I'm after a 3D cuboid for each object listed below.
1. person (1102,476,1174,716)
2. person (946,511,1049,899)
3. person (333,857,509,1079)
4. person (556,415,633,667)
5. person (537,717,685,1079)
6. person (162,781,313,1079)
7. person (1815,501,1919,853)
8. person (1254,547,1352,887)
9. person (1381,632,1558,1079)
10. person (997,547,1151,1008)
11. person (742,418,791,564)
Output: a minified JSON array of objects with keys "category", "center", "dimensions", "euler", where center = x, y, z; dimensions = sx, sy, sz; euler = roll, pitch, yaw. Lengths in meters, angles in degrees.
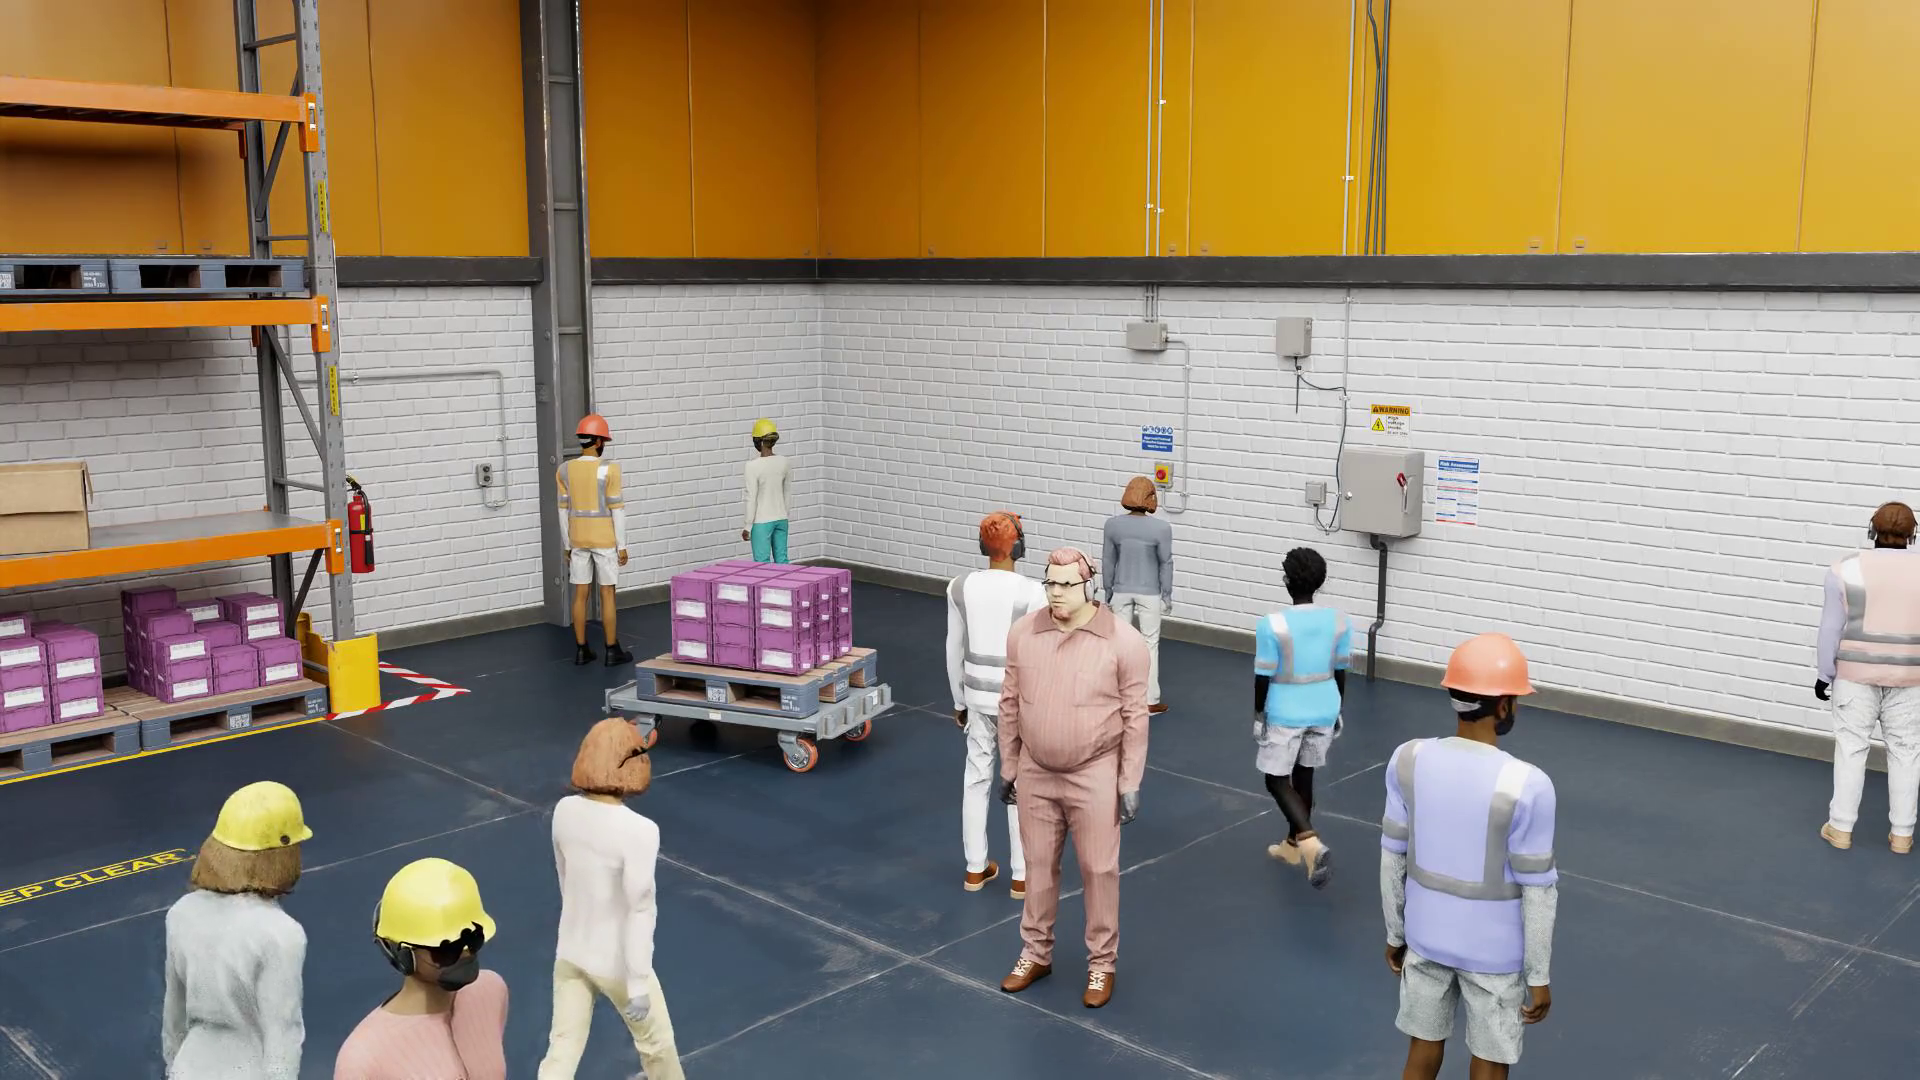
[{"category":"person","center":[1.210,0.379,11.343],"dimensions":[0.502,1.632,0.277],"euler":[5,10,26]},{"category":"person","center":[0.211,0.793,8.043],"dimensions":[0.574,1.885,0.356],"euler":[5,10,28]},{"category":"person","center":[-1.153,1.556,3.723],"dimensions":[0.331,1.768,0.526],"euler":[4,10,22]},{"category":"person","center":[-2.788,0.009,12.718],"dimensions":[0.543,1.927,0.375],"euler":[3,10,15]},{"category":"person","center":[-1.134,1.360,5.470],"dimensions":[0.517,1.580,0.864],"euler":[7,11,35]},{"category":"person","center":[-1.955,1.475,4.464],"dimensions":[0.590,1.675,0.919],"euler":[4,10,22]},{"category":"person","center":[4.799,0.711,8.676],"dimensions":[0.633,1.841,0.429],"euler":[3,10,17]},{"category":"person","center":[1.702,0.874,8.183],"dimensions":[0.540,1.678,0.661],"euler":[-3,10,-19]},{"category":"person","center":[1.580,1.238,5.153],"dimensions":[0.553,1.934,0.364],"euler":[9,13,43]},{"category":"person","center":[0.445,0.970,6.886],"dimensions":[0.652,1.906,0.409],"euler":[4,10,24]},{"category":"person","center":[-1.653,-0.154,14.210],"dimensions":[0.314,1.768,0.527],"euler":[7,12,38]}]
